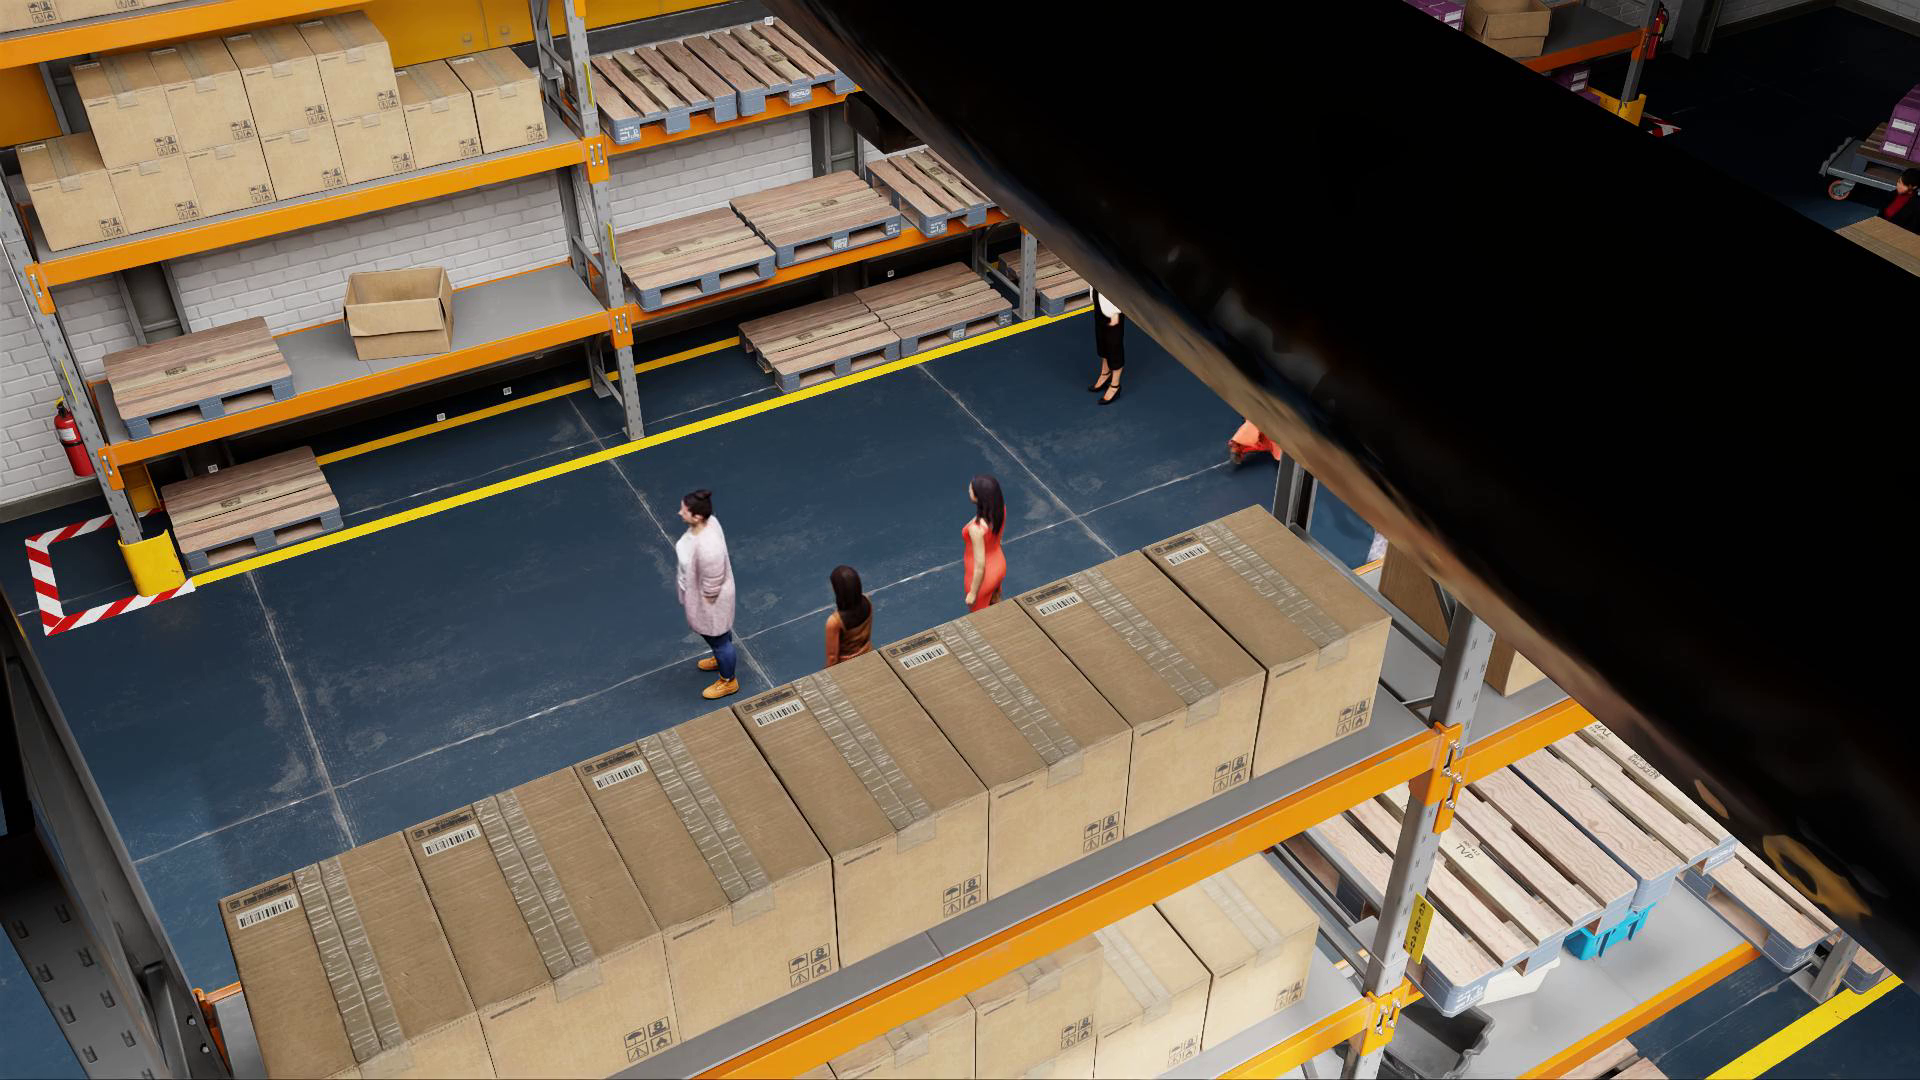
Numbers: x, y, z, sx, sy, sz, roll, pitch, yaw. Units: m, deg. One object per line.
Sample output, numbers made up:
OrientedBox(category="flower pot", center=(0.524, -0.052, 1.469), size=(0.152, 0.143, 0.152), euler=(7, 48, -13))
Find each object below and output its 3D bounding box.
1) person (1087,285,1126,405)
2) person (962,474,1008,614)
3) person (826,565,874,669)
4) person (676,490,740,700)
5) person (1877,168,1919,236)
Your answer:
OrientedBox(category="person", center=(1.288, -2.027, 14.392), size=(0.559, 1.858, 0.628), euler=(-14, 41, -17))
OrientedBox(category="person", center=(0.180, 0.248, 11.654), size=(0.728, 1.719, 0.626), euler=(17, 42, 20))
OrientedBox(category="person", center=(-0.706, 0.860, 10.915), size=(0.700, 1.684, 0.589), euler=(22, 44, 25))
OrientedBox(category="person", center=(-1.730, 0.344, 11.514), size=(0.736, 1.743, 0.766), euler=(-7, 39, -9))
OrientedBox(category="person", center=(8.653, -2.688, 15.407), size=(0.740, 1.624, 0.697), euler=(-10, 40, -12))
